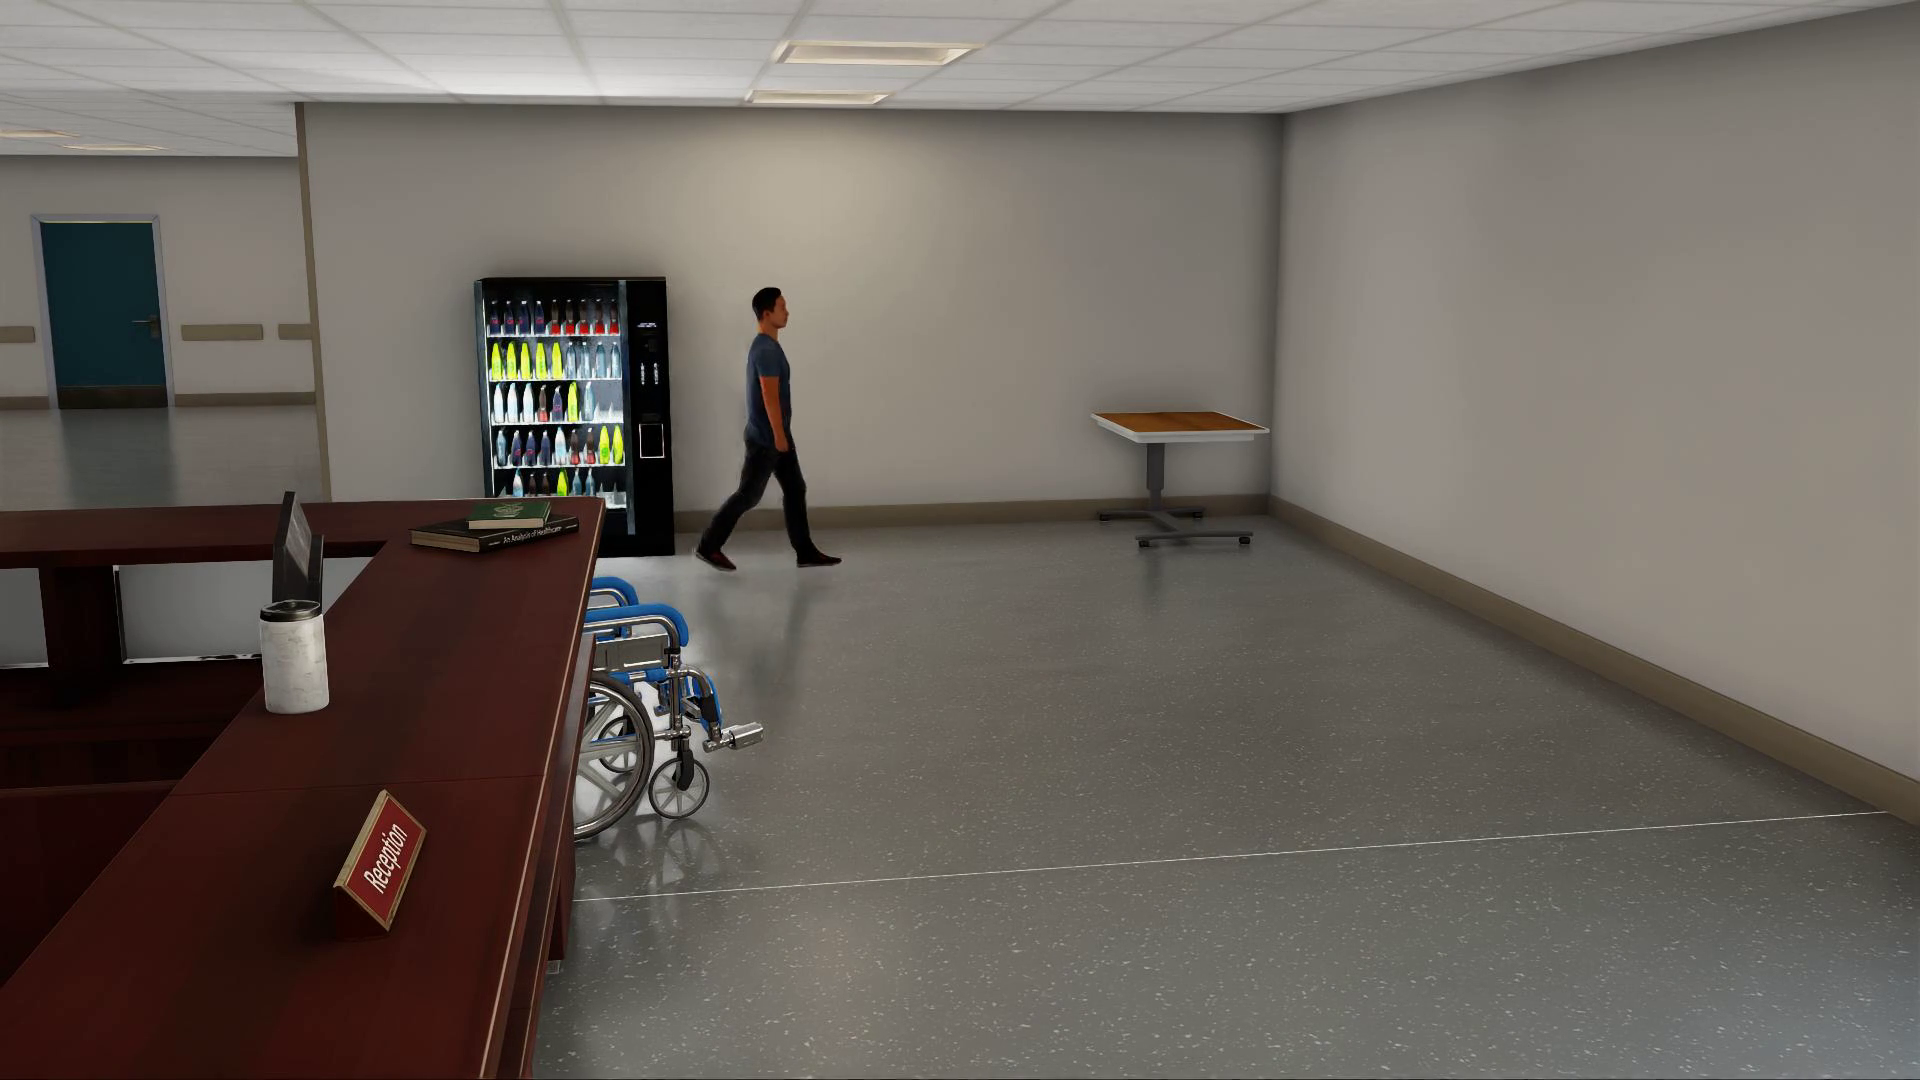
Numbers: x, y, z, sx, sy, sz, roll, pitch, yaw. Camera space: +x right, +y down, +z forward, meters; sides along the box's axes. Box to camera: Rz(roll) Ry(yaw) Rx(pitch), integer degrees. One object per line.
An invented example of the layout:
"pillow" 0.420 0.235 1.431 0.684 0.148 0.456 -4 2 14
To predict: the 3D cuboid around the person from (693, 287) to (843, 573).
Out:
"person" -1.295 -0.644 10.379 1.191 1.767 0.772 0 11 -1
